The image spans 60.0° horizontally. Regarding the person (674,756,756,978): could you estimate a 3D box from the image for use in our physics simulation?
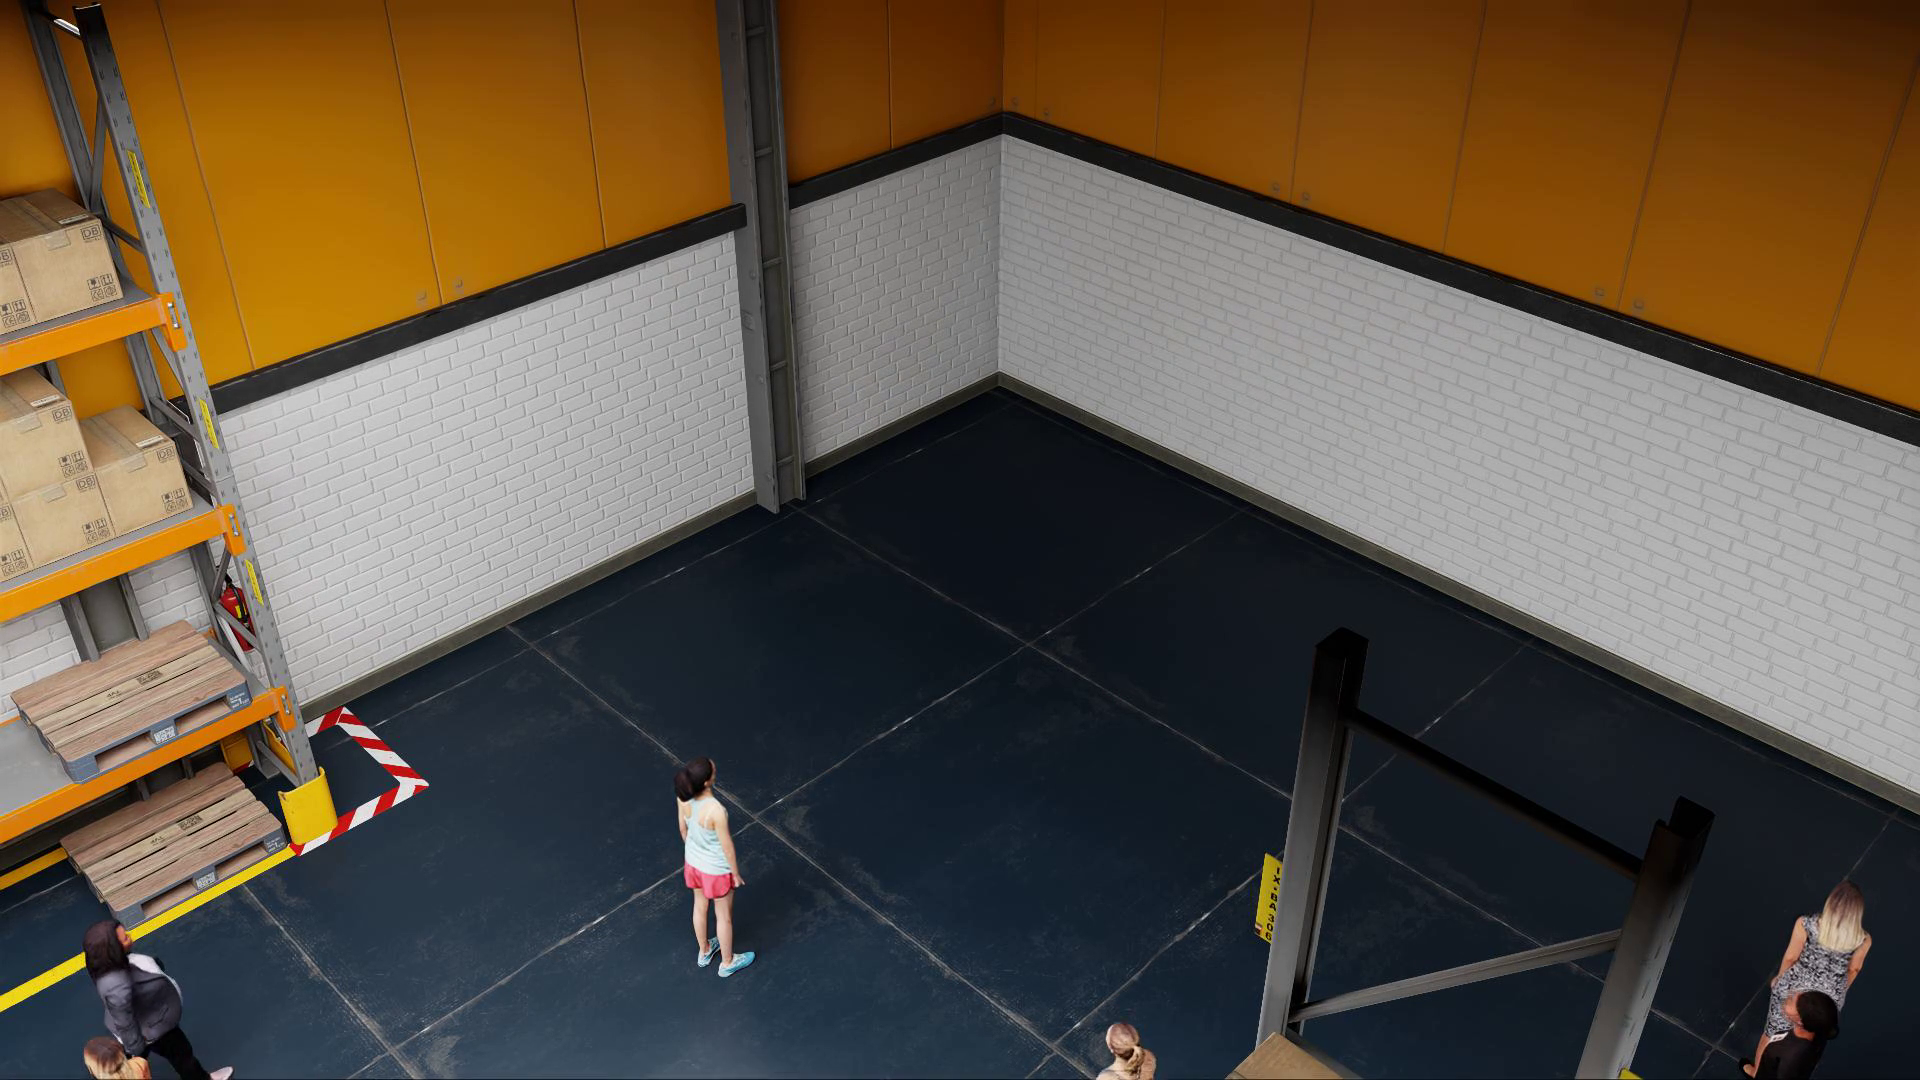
[{"bbox_3d":[-1.612,2.092,10.746,0.627,1.764,0.593,22,39,29],"label":"person"}]

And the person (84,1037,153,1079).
[{"bbox_3d":[-4.466,3.282,9.078,0.714,1.629,0.609,9,35,13],"label":"person"}]

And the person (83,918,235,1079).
[{"bbox_3d":[-4.899,2.857,9.766,0.645,1.574,1.000,28,43,36],"label":"person"}]

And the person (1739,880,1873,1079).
[{"bbox_3d":[5.059,2.688,9.902,0.633,1.706,0.627,11,35,17],"label":"person"}]

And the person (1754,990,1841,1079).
[{"bbox_3d":[4.573,3.112,9.291,0.657,1.675,0.478,27,42,34],"label":"person"}]

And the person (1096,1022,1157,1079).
[{"bbox_3d":[0.931,3.269,9.036,0.753,1.696,0.753,-18,37,-24],"label":"person"}]
